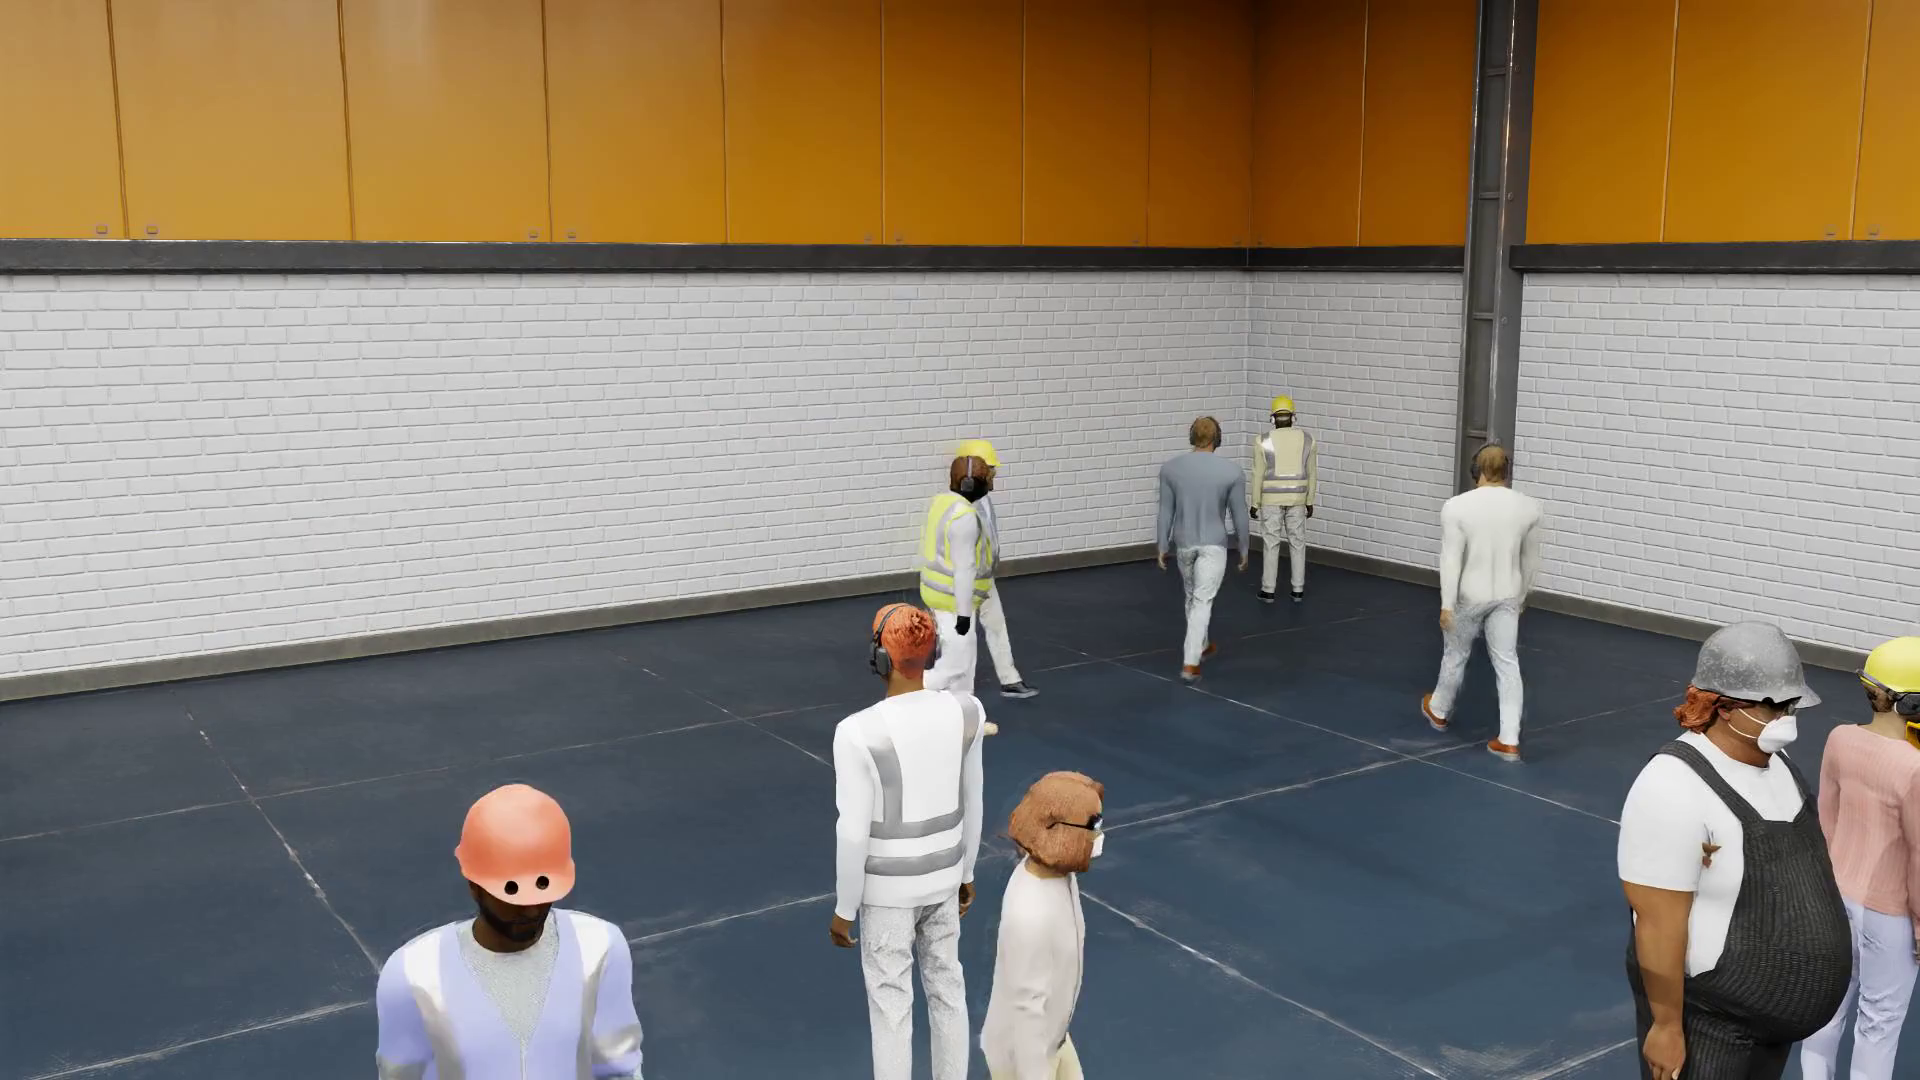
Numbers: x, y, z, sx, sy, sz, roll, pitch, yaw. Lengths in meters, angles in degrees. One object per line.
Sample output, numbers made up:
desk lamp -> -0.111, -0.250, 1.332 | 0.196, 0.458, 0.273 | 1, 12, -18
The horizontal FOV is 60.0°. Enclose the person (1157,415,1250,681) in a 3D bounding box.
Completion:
person -> 1.754, 0.043, 12.037 | 0.653, 1.890, 1.033 | 5, 10, 25

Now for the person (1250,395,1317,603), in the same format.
person -> 2.828, -0.355, 14.601 | 0.586, 1.823, 0.403 | -1, 9, -5

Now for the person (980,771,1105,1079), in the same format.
person -> 0.191, 1.408, 4.581 | 0.399, 1.616, 0.512 | 3, 10, 16

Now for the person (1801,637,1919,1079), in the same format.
person -> 3.032, 1.186, 5.485 | 0.314, 1.769, 0.524 | -1, 10, -9

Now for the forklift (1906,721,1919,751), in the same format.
forklift -> 5.511, 0.571, 7.906 | 2.313, 2.155, 1.214 | -6, 11, -33

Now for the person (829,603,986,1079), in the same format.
person -> -0.175, 1.133, 5.458 | 0.575, 1.882, 0.355 | -7, 12, -38

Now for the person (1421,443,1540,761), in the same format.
person -> 3.206, 0.343, 10.214 | 0.655, 1.879, 1.035 | -1, 9, -6

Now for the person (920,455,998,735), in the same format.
person -> -0.110, 0.372, 10.257 | 0.681, 1.813, 0.666 | -2, 10, -13

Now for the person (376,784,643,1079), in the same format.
person -> -0.928, 1.445, 3.586 | 0.559, 1.875, 0.989 | -5, 11, -27

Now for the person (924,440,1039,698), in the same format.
person -> 0.046, 0.205, 11.405 | 0.967, 1.780, 0.583 | 5, 10, 26
